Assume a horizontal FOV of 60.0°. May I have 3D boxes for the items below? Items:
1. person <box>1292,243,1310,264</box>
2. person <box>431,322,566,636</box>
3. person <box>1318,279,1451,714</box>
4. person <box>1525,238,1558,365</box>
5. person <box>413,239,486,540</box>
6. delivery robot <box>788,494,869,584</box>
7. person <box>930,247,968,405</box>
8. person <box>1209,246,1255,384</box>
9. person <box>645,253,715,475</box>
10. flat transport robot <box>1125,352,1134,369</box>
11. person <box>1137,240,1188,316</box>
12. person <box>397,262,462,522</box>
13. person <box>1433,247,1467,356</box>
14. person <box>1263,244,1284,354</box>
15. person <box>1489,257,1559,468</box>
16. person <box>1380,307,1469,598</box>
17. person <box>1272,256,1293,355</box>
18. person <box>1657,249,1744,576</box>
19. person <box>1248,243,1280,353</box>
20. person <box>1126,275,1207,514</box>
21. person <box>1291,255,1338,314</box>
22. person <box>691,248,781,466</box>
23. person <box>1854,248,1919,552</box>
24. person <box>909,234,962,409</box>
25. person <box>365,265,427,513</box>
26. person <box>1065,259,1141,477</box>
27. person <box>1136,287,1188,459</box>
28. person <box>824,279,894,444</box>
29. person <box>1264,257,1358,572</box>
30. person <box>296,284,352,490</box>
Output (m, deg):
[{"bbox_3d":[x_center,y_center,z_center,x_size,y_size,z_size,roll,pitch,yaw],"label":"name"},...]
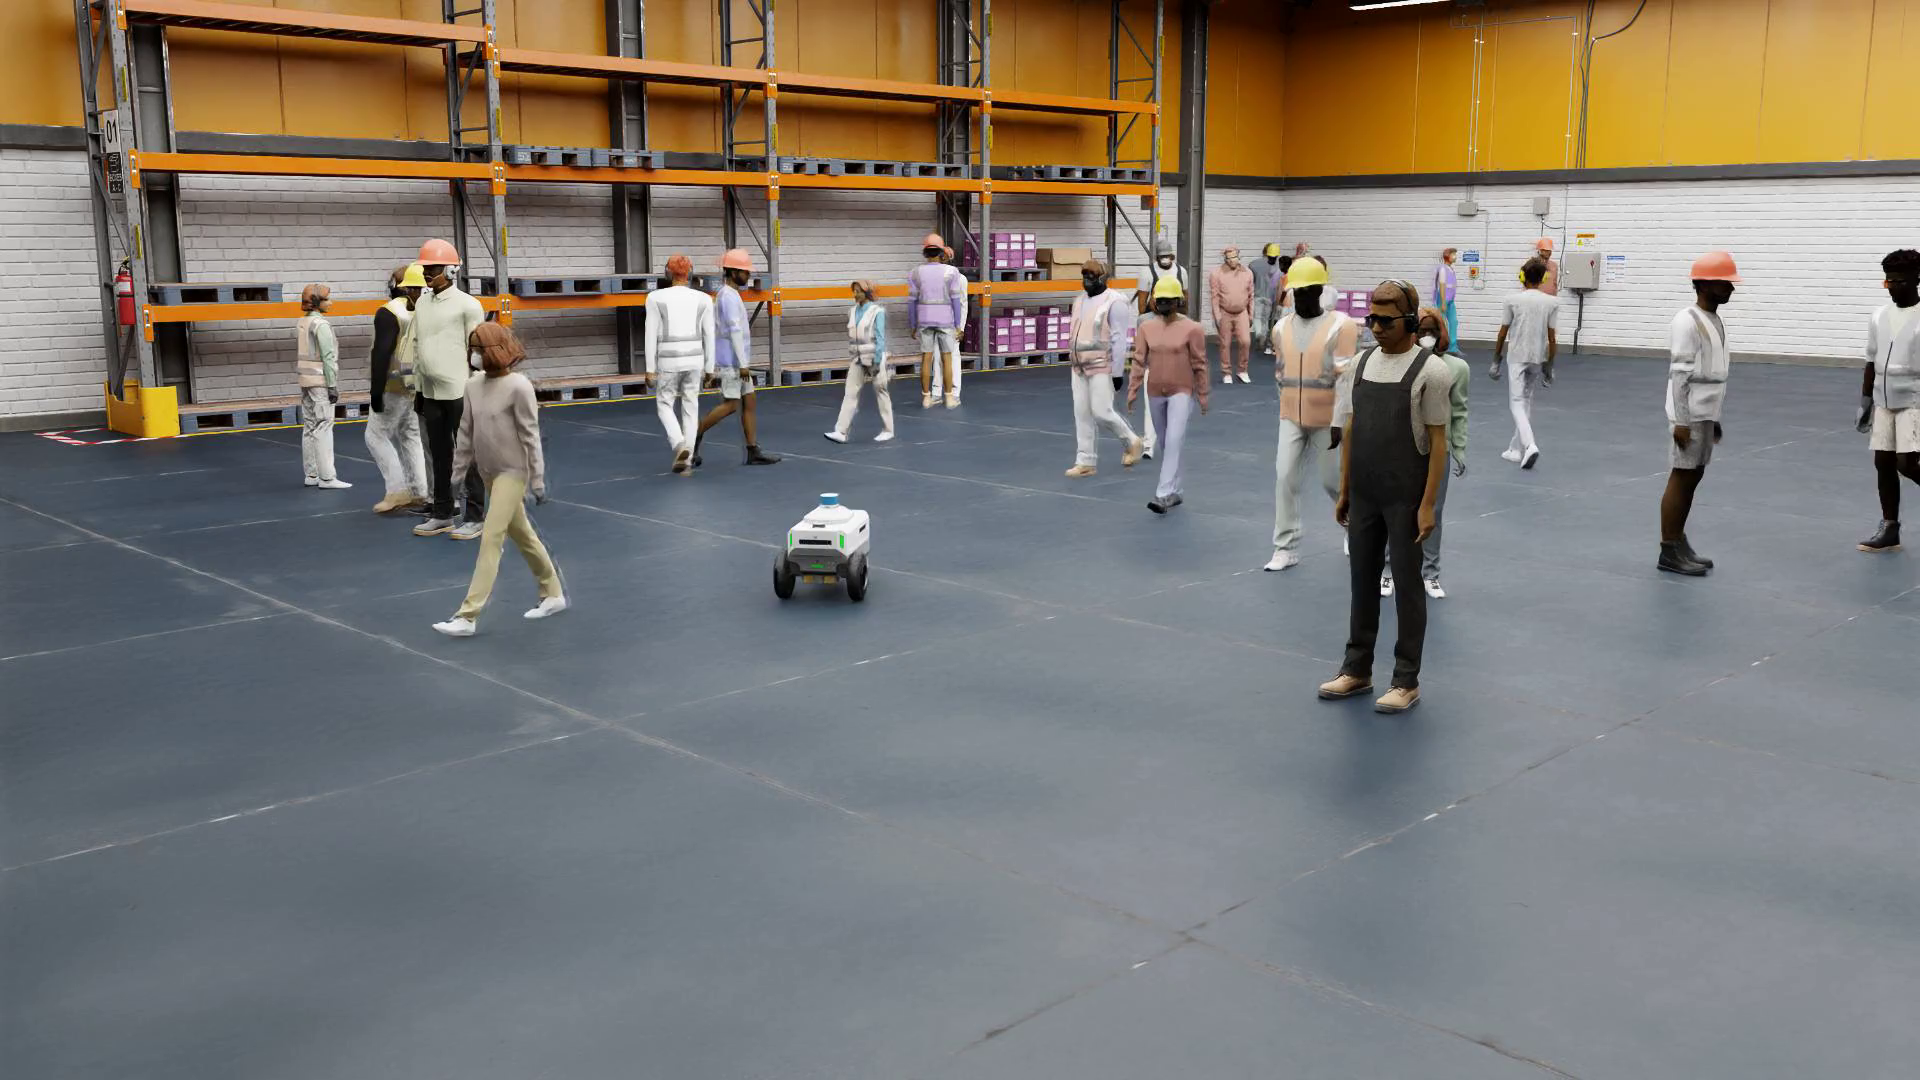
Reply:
[{"bbox_3d":[5.898,-4.187,28.817,0.470,1.882,0.650,-5,12,-26],"label":"person"},{"bbox_3d":[-2.384,-0.324,8.543,0.523,1.581,0.874,8,13,39],"label":"person"},{"bbox_3d":[1.822,-0.185,7.101,0.346,1.840,0.505,-9,13,-39],"label":"person"},{"bbox_3d":[9.024,-3.689,25.828,0.646,1.975,0.448,-4,11,-21],"label":"person"},{"bbox_3d":[-3.426,-0.999,11.111,0.609,1.996,0.383,6,12,29],"label":"person"},{"bbox_3d":[-0.741,-0.021,9.456,0.477,0.478,0.707,2,10,8],"label":"delivery robot"},{"bbox_3d":[-0.182,-2.544,19.848,0.575,1.882,0.355,6,12,30],"label":"person"},{"bbox_3d":[3.712,-3.044,22.610,0.657,1.875,0.599,-1,10,-8],"label":"person"},{"bbox_3d":[-2.335,-1.451,13.917,0.605,1.872,0.494,-4,11,-21],"label":"person"},{"bbox_3d":[2.730,-2.758,25.406,0.652,0.197,1.431,7,13,35],"label":"flat transport robot"},{"bbox_3d":[2.749,-3.103,22.464,0.739,2.000,1.010,-1,10,-5],"label":"person"},{"bbox_3d":[-3.758,-1.042,11.793,0.404,1.833,0.591,-7,12,-33],"label":"person"},{"bbox_3d":[8.146,-4.024,28.099,0.837,1.824,0.575,7,13,35],"label":"person"},{"bbox_3d":[5.419,-4.146,28.593,0.617,1.883,0.855,7,13,35],"label":"person"},{"bbox_3d":[4.988,-1.566,14.634,0.514,1.841,0.901,-1,10,-6],"label":"person"},{"bbox_3d":[2.566,-0.482,9.286,0.507,1.630,0.268,2,11,8],"label":"person"},{"bbox_3d":[5.462,-3.950,28.050,0.377,1.682,0.544,1,10,5],"label":"person"},{"bbox_3d":[4.442,-0.762,9.980,0.372,1.936,0.549,10,14,43],"label":"person"},{"bbox_3d":[5.216,-4.133,28.479,0.651,1.896,0.797,2,11,12],"label":"person"},{"bbox_3d":[1.480,-1.045,12.103,0.551,1.724,0.893,6,12,31],"label":"person"},{"bbox_3d":[3.518,-1.897,16.497,0.552,1.816,0.980,-1,10,-6],"label":"person"},{"bbox_3d":[-2.037,-1.582,14.526,0.839,1.914,0.546,-1,10,-4],"label":"person"},{"bbox_3d":[6.058,-0.876,10.598,0.584,1.939,0.638,-3,11,-17],"label":"person"},{"bbox_3d":[-0.280,-2.542,19.429,0.618,2.035,0.394,2,11,11],"label":"person"},{"bbox_3d":[-4.105,-1.098,12.213,0.429,1.807,0.718,3,11,17],"label":"person"},{"bbox_3d":[1.200,-1.441,13.982,0.616,1.831,0.624,-7,13,-35],"label":"person"},{"bbox_3d":[1.848,-1.541,15.169,0.518,1.580,0.850,3,11,15],"label":"person"},{"bbox_3d":[-0.950,-1.730,16.176,0.538,1.586,0.848,9,14,41],"label":"person"},{"bbox_3d":[2.187,-0.779,10.194,0.582,1.900,0.854,8,13,37],"label":"person"},{"bbox_3d":[-5.126,-1.222,13.309,0.313,1.636,0.517,-10,14,-42],"label":"person"}]
